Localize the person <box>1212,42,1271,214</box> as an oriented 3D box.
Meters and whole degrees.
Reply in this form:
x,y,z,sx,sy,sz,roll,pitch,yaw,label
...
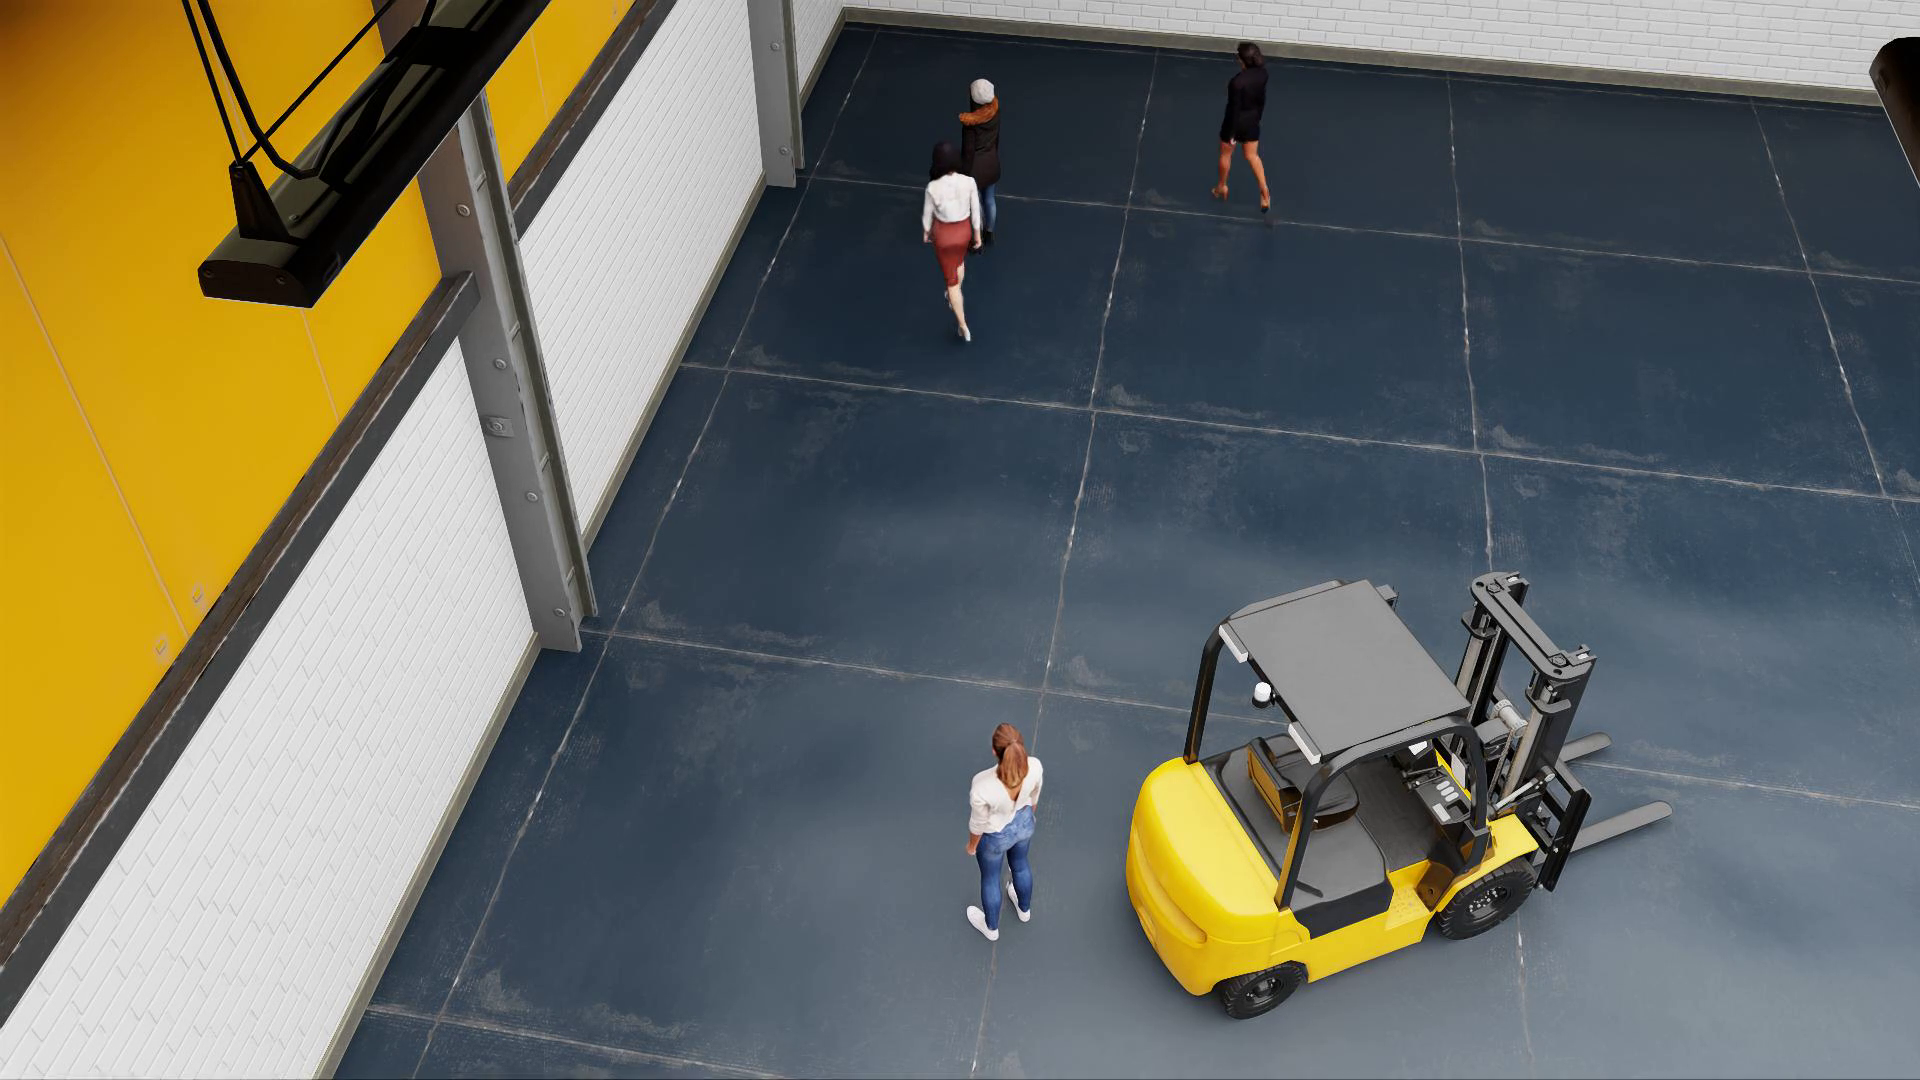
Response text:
x,y,z,sx,sy,sz,roll,pitch,yaw,label
2.557,-3.619,14.753,0.893,1.619,1.028,-20,47,-19,person

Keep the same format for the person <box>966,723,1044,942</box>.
x,y,z,sx,sy,sz,roll,pitch,yaw,label
0.250,1.610,9.191,0.687,1.720,0.736,-23,48,-23,person

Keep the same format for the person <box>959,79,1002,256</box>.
x,y,z,sx,sy,sz,roll,pitch,yaw,label
0.173,-3.223,14.326,0.804,1.634,0.716,32,52,29,person

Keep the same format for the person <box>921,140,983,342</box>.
x,y,z,sx,sy,sz,roll,pitch,yaw,label
-0.042,-2.331,13.328,0.862,1.720,1.012,-11,45,-11,person
